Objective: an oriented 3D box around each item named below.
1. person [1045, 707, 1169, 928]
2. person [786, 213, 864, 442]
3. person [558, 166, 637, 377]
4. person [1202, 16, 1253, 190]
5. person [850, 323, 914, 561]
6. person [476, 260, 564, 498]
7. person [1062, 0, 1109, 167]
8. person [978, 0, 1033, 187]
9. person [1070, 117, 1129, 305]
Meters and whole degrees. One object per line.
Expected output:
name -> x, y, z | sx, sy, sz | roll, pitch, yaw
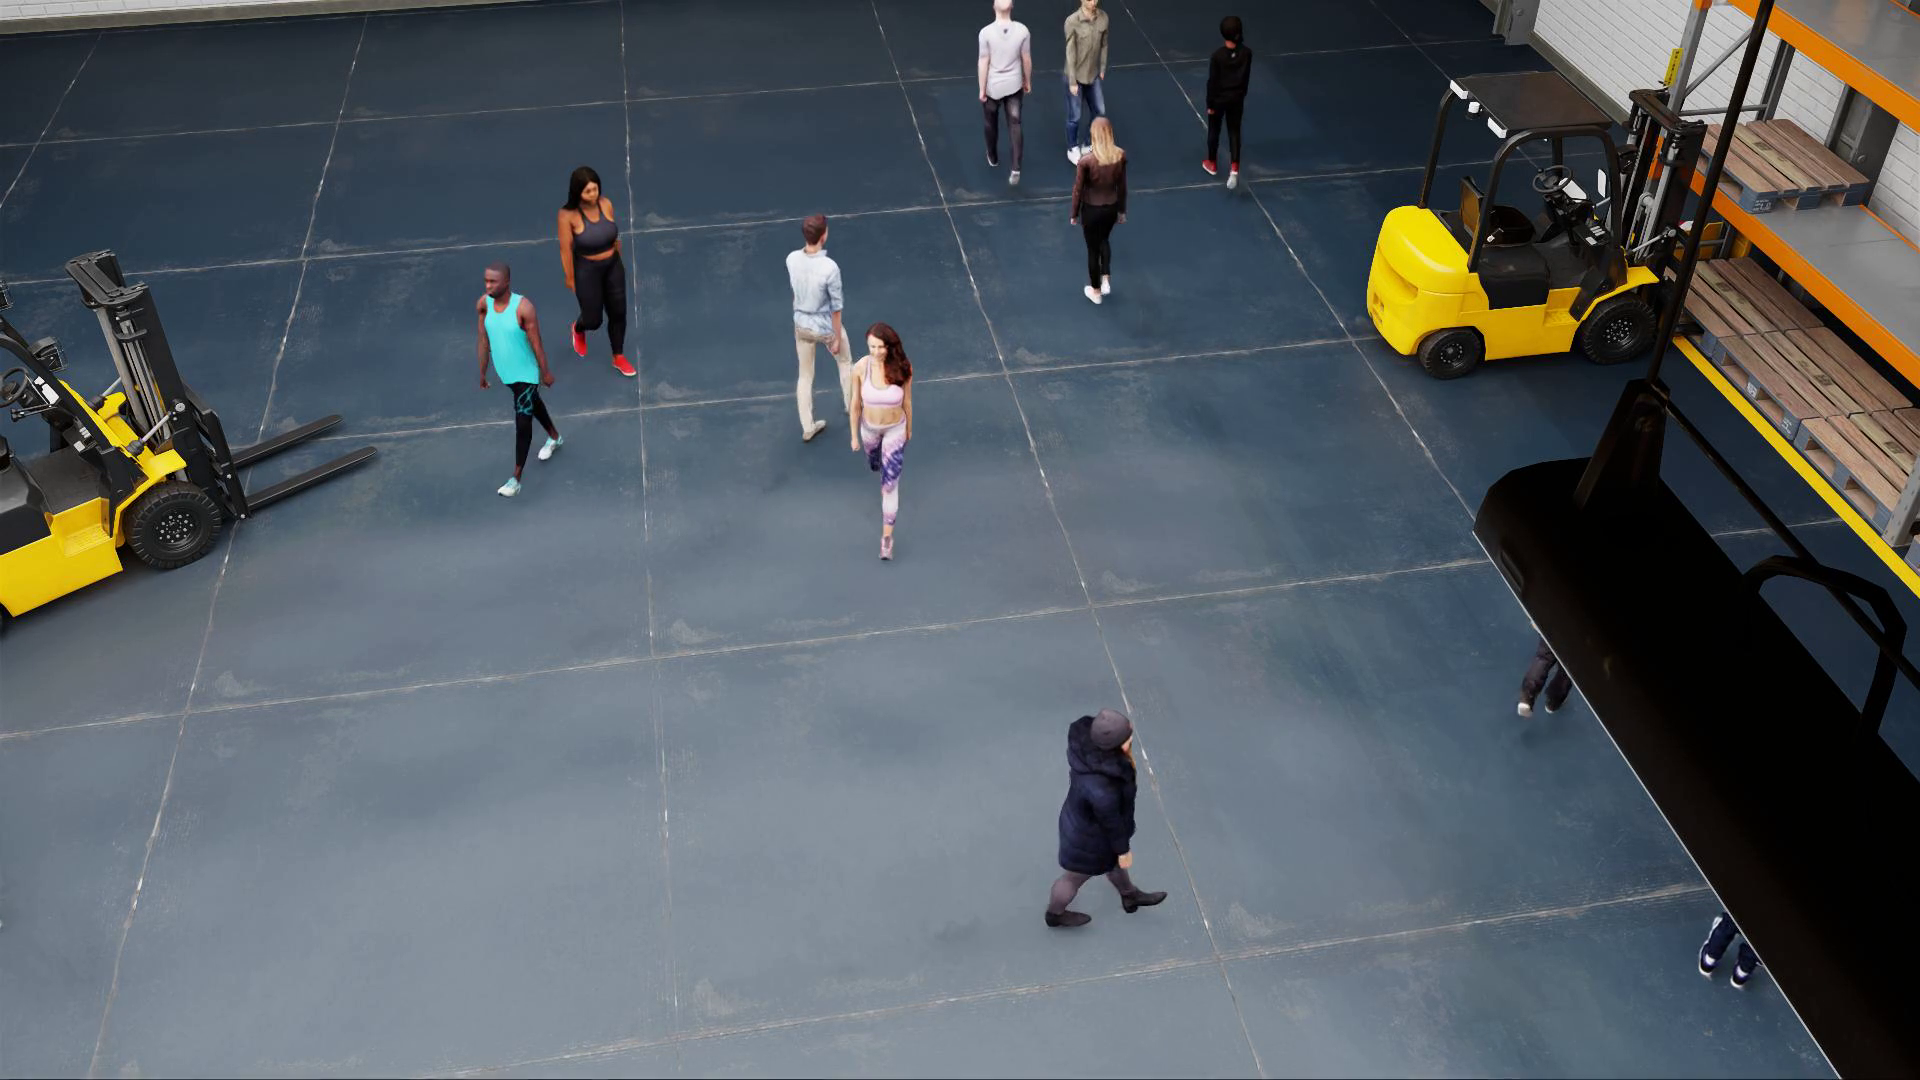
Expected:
person -> 0.628, 1.521, 8.801 | 0.812, 1.650, 0.907 | -1, 39, -1
person -> -1.127, -1.552, 12.511 | 0.960, 1.824, 1.071 | 16, 41, 19
person -> -2.942, -2.174, 13.306 | 0.911, 1.803, 1.013 | -30, 48, -32
person -> 2.592, -4.183, 15.942 | 0.605, 1.653, 1.006 | -6, 39, -7
person -> -0.529, -0.793, 11.633 | 0.779, 1.732, 1.225 | 2, 39, 3
person -> -3.172, -1.274, 12.205 | 1.044, 1.771, 1.225 | 15, 41, 18
person -> 1.147, -4.569, 16.269 | 0.776, 1.847, 0.753 | -19, 42, -22
person -> 0.430, -4.307, 15.970 | 0.723, 1.811, 1.183 | -4, 39, -5
person -> 1.218, -2.743, 14.105 | 0.683, 1.696, 0.657 | -15, 41, -18
